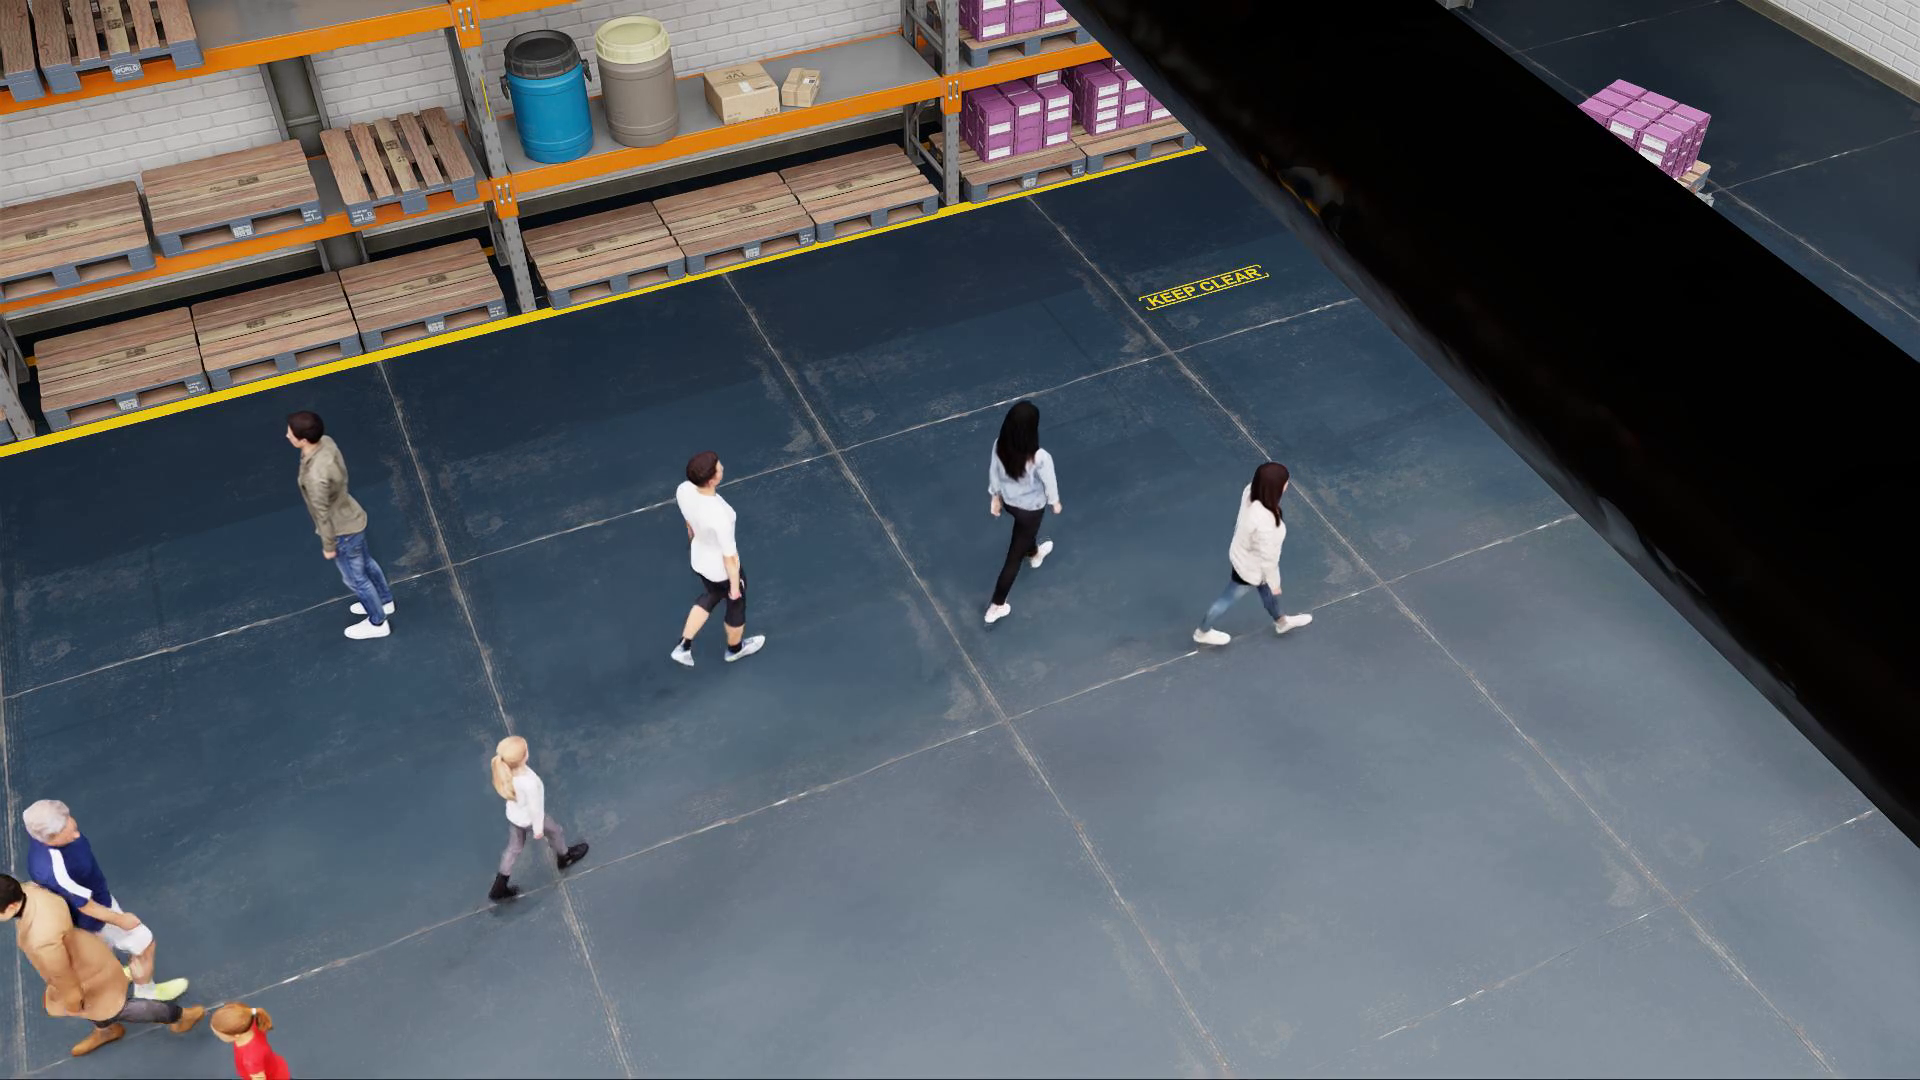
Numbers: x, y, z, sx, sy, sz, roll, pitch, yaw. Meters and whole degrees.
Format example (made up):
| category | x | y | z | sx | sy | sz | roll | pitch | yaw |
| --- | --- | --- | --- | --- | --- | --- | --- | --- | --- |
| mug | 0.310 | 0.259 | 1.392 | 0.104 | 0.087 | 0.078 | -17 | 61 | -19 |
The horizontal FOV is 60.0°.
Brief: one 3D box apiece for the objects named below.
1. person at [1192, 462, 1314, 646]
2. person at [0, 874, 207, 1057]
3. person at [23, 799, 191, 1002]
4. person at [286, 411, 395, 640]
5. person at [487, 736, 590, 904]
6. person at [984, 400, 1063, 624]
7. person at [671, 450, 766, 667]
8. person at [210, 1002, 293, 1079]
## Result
| category | x | y | z | sx | sy | sz | roll | pitch | yaw |
| --- | --- | --- | --- | --- | --- | --- | --- | --- | --- |
| person | 1.834 | 0.142 | 10.900 | 1.147 | 1.594 | 0.894 | -3 | 44 | -3 |
| person | -4.516 | 2.200 | 8.668 | 0.981 | 1.693 | 0.761 | -20 | 47 | -20 |
| person | -4.651 | 1.990 | 8.815 | 0.729 | 1.795 | 0.722 | -35 | 53 | -31 |
| person | -4.055 | -0.095 | 10.954 | 0.673 | 1.863 | 0.741 | -8 | 44 | -8 |
| person | -2.554 | 1.621 | 9.585 | 0.753 | 1.265 | 0.965 | 27 | 50 | 26 |
| person | 0.382 | -0.160 | 11.164 | 0.955 | 1.667 | 1.219 | 27 | 50 | 26 |
| person | -1.636 | 0.179 | 10.684 | 1.033 | 1.837 | 0.870 | -34 | 53 | -31 |
| person | -3.469 | 2.713 | 8.410 | 0.477 | 1.306 | 0.533 | -19 | 47 | -19 |
